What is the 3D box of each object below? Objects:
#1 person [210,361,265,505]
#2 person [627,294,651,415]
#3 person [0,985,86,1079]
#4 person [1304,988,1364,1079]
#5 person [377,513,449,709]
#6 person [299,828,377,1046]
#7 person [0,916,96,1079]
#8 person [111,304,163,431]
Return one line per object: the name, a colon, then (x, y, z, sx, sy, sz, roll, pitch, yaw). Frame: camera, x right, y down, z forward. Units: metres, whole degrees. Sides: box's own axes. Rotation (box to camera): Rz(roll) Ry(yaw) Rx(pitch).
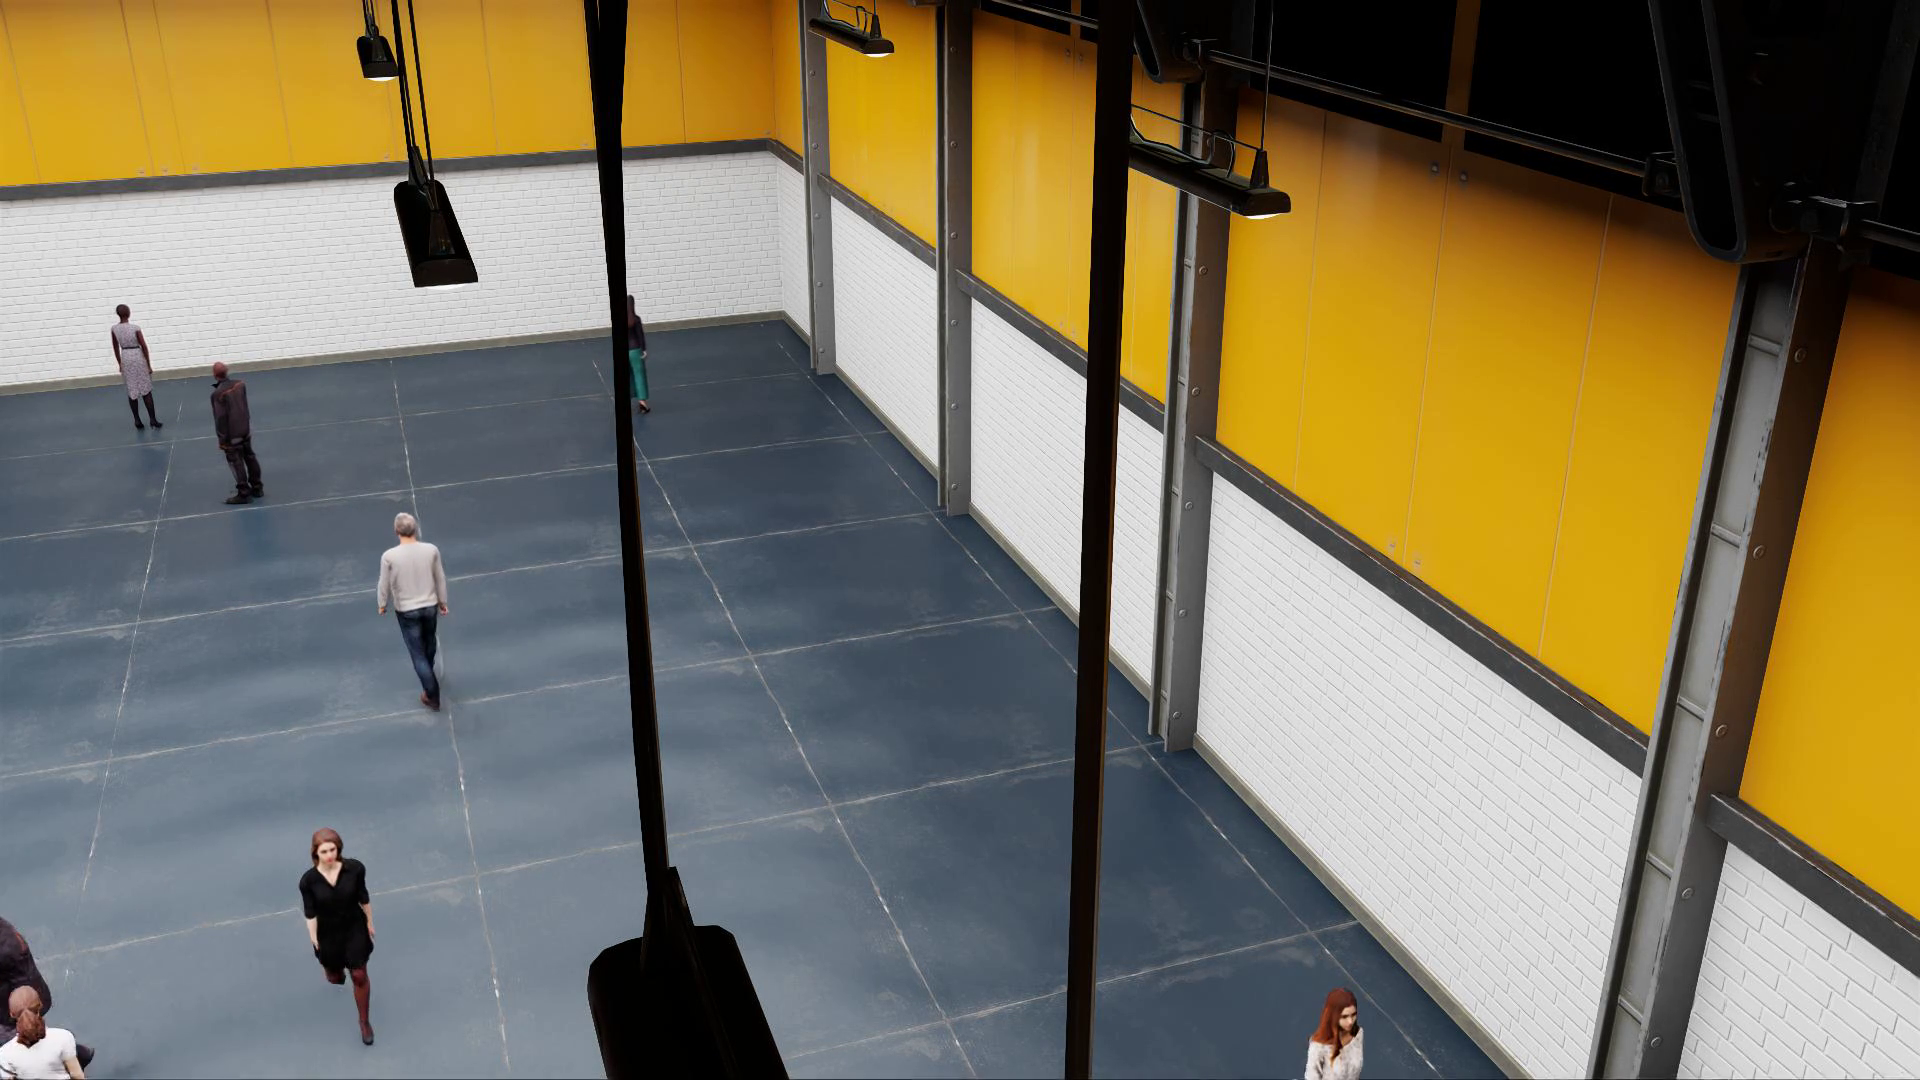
person: (-8.989, -1.349, 20.643, 0.844, 1.823, 0.753, 7, 25, 17)
person: (-4.692, -2.658, 23.743, 0.711, 1.737, 0.748, 8, 25, 19)
person: (-5.342, 3.456, 9.771, 0.671, 1.725, 0.828, -13, 27, -26)
person: (2.170, 3.359, 10.011, 0.590, 1.712, 0.704, -8, 25, -19)
person: (-5.160, 0.714, 15.879, 0.990, 1.857, 1.284, -17, 29, -34)
person: (-4.311, 2.697, 11.556, 0.664, 1.687, 0.911, -12, 26, -26)
person: (-6.024, 2.965, 10.761, 0.954, 1.833, 0.975, 21, 31, 40)
person: (-11.467, -2.398, 23.086, 0.673, 1.788, 0.643, 0, 24, 0)
